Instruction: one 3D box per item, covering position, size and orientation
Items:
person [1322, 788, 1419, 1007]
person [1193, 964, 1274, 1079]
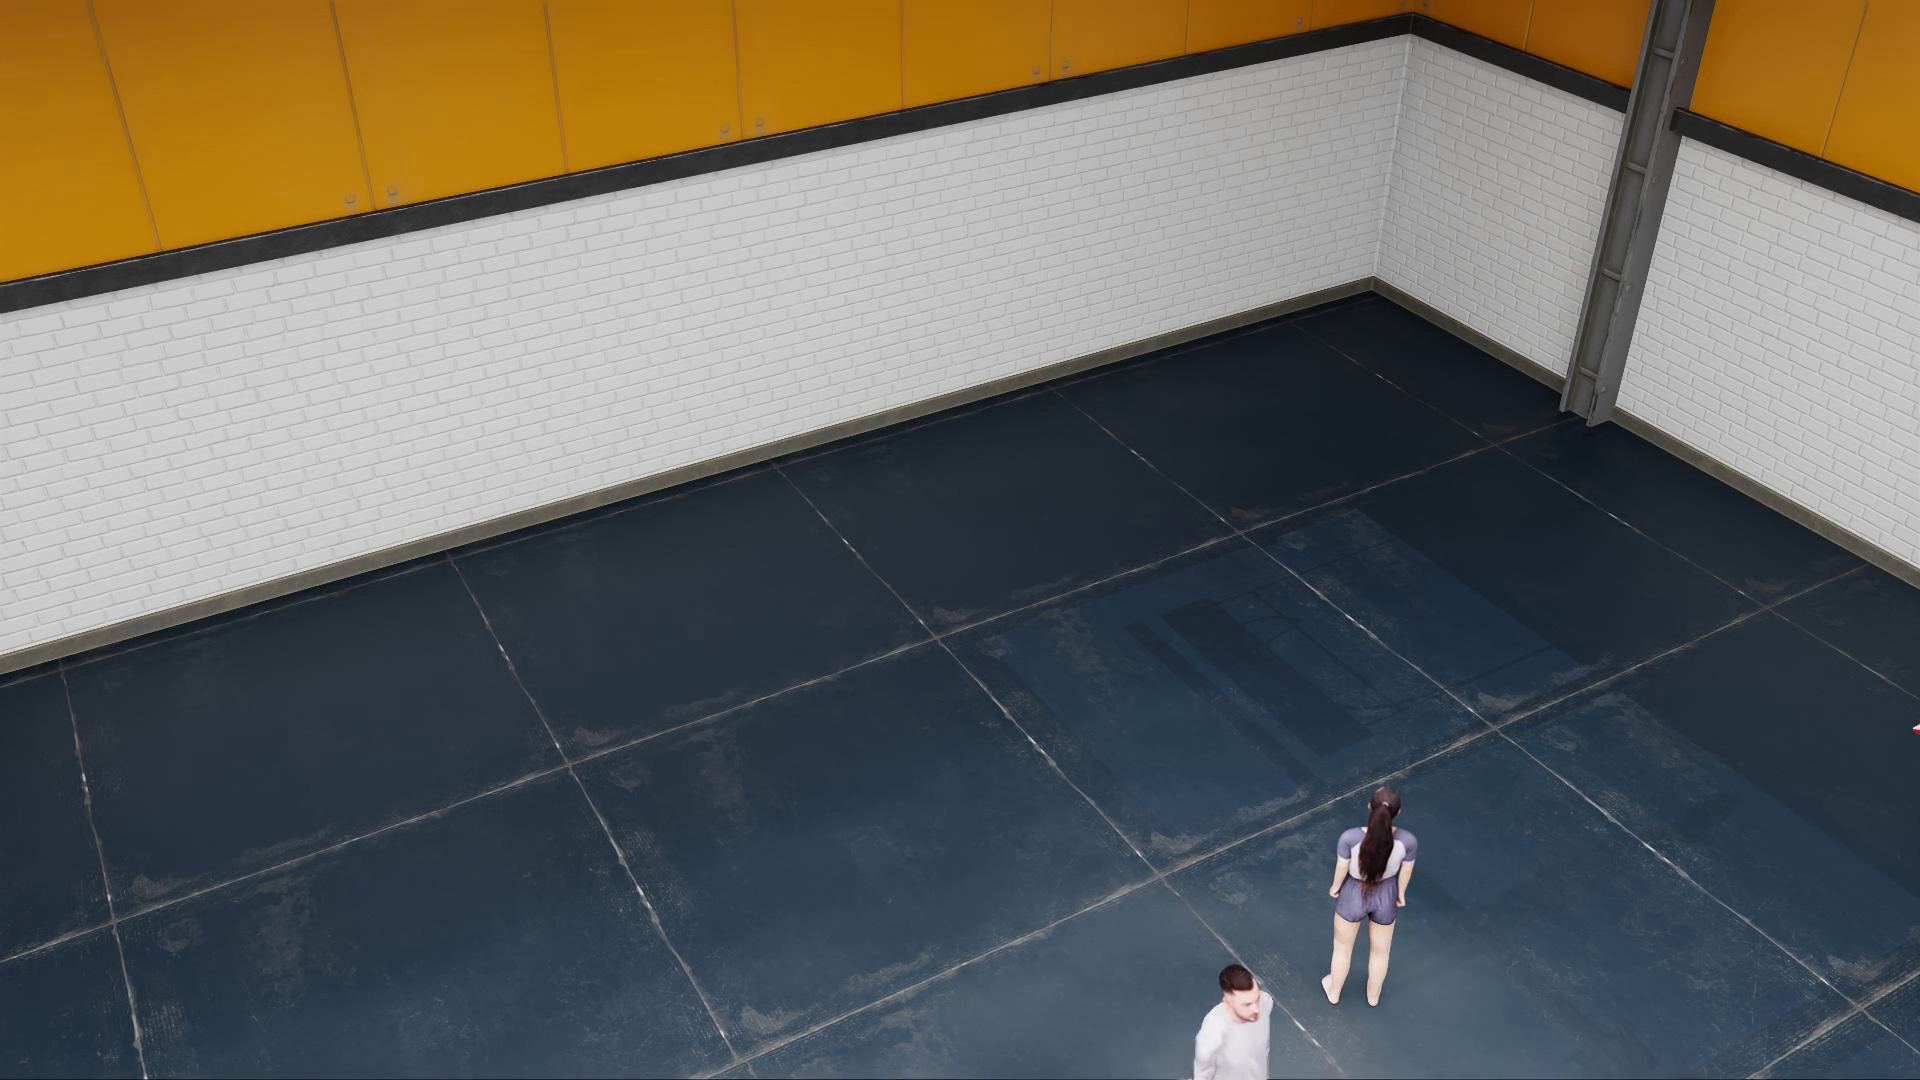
[{"bbox_3d":[2.367,2.073,9.617,0.674,1.650,0.702,3,34,5],"label":"person"},{"bbox_3d":[1.321,2.761,8.424,0.765,1.824,0.860,-25,41,-32],"label":"person"}]
